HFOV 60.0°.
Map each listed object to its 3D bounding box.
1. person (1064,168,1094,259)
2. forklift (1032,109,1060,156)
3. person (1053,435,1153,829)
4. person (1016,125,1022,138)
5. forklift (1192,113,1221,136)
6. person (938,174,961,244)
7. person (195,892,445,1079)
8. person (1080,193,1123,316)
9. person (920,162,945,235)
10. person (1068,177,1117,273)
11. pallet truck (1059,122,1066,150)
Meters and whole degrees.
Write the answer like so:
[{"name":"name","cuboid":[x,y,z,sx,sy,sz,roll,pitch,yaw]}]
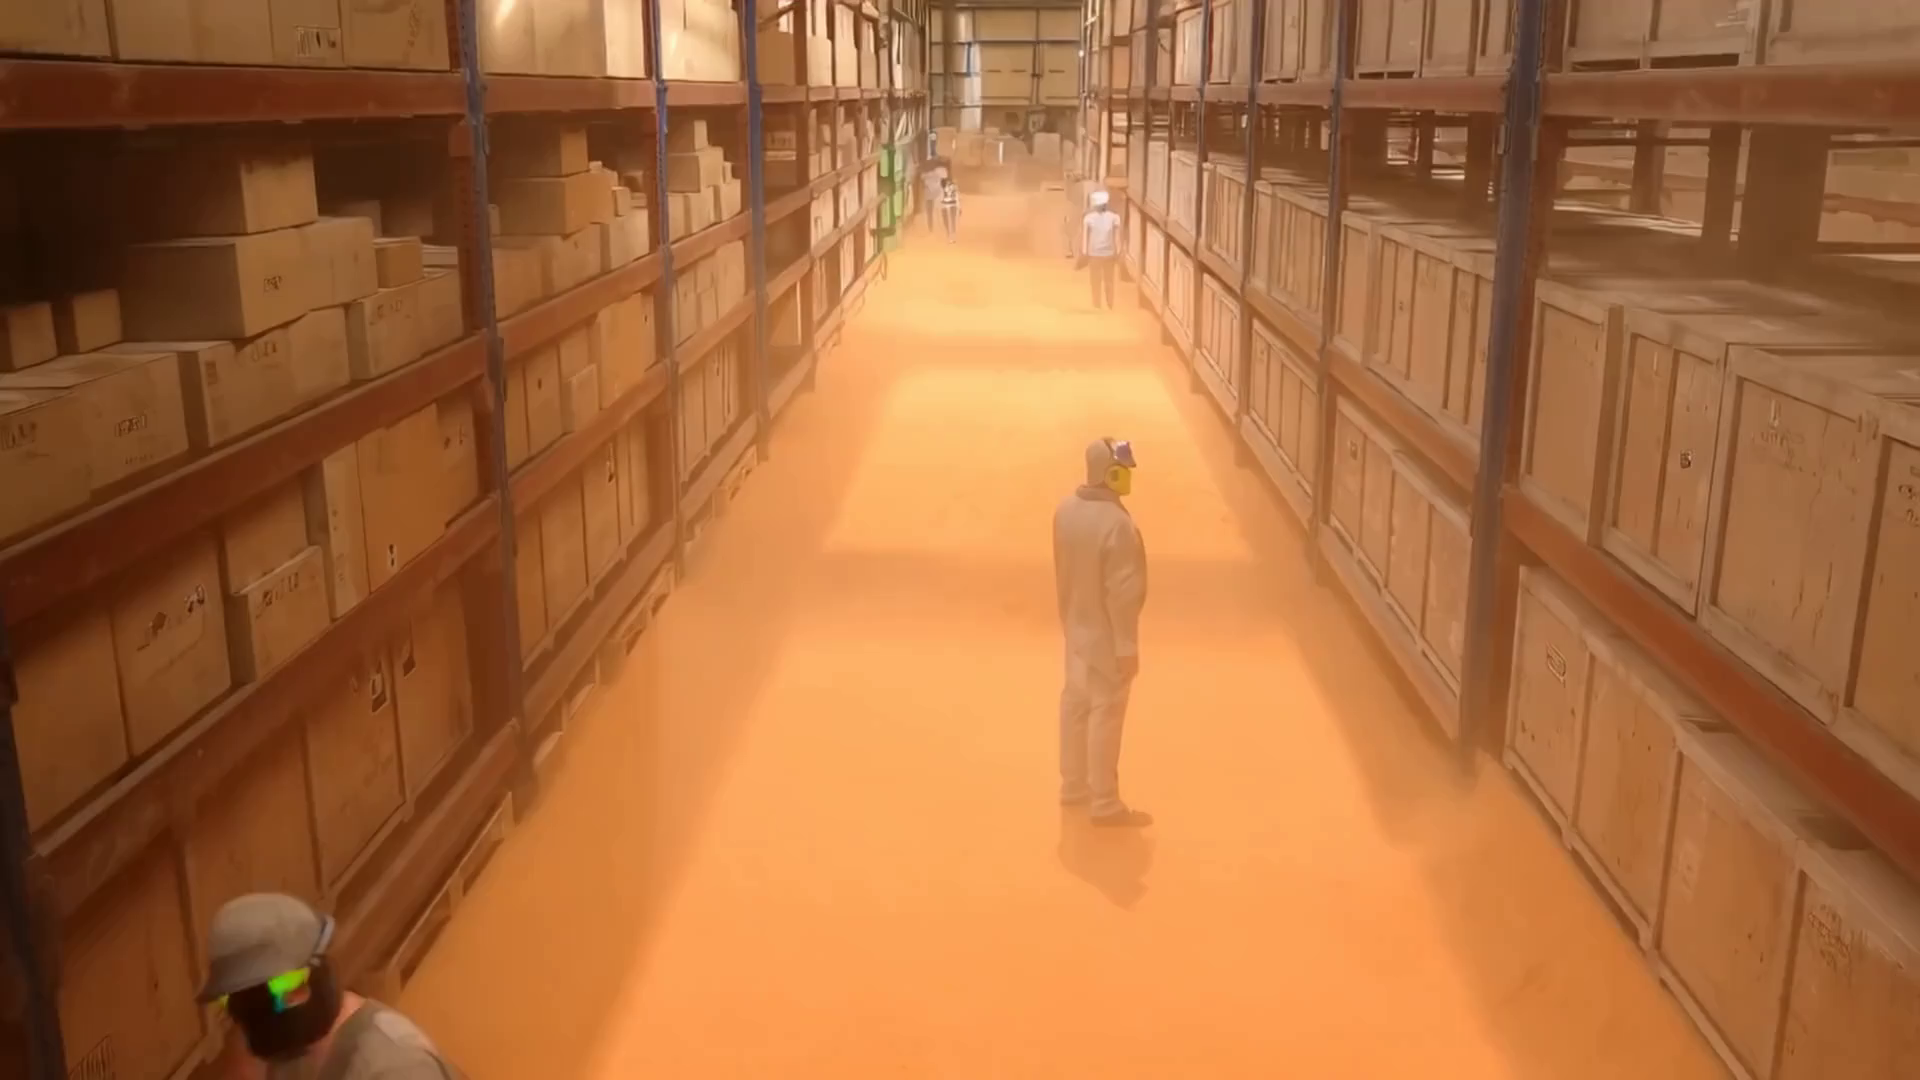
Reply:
[{"name":"person","cuboid":[2.519,-6.967,35.551,0.646,1.913,0.409,7,17,26]},{"name":"forklift","cuboid":[3.487,-16.921,70.751,1.129,2.768,1.873,13,20,40]},{"name":"person","cuboid":[0.698,0.435,8.018,0.400,1.910,0.643,-6,16,-23]},{"name":"person","cuboid":[2.940,-19.769,83.133,0.371,1.939,0.629,-1,15,-3]},{"name":"forklift","cuboid":[8.066,-12.643,54.831,1.129,2.768,1.873,0,15,2]},{"name":"person","cuboid":[-0.261,-7.756,39.023,0.548,1.617,0.610,3,15,10]},{"name":"person","cuboid":[-1.358,1.620,3.837,0.633,1.791,0.543,8,17,26]},{"name":"person","cuboid":[2.261,-4.577,26.602,0.672,1.944,0.830,2,15,6]},{"name":"person","cuboid":[-0.672,-8.599,41.864,0.645,1.781,0.990,2,15,7]},{"name":"person","cuboid":[2.635,-6.193,32.731,0.896,1.891,0.601,4,15,13]},{"name":"pallet truck","cuboid":[5.788,-21.111,88.014,1.885,1.965,0.823,5,16,18]}]
